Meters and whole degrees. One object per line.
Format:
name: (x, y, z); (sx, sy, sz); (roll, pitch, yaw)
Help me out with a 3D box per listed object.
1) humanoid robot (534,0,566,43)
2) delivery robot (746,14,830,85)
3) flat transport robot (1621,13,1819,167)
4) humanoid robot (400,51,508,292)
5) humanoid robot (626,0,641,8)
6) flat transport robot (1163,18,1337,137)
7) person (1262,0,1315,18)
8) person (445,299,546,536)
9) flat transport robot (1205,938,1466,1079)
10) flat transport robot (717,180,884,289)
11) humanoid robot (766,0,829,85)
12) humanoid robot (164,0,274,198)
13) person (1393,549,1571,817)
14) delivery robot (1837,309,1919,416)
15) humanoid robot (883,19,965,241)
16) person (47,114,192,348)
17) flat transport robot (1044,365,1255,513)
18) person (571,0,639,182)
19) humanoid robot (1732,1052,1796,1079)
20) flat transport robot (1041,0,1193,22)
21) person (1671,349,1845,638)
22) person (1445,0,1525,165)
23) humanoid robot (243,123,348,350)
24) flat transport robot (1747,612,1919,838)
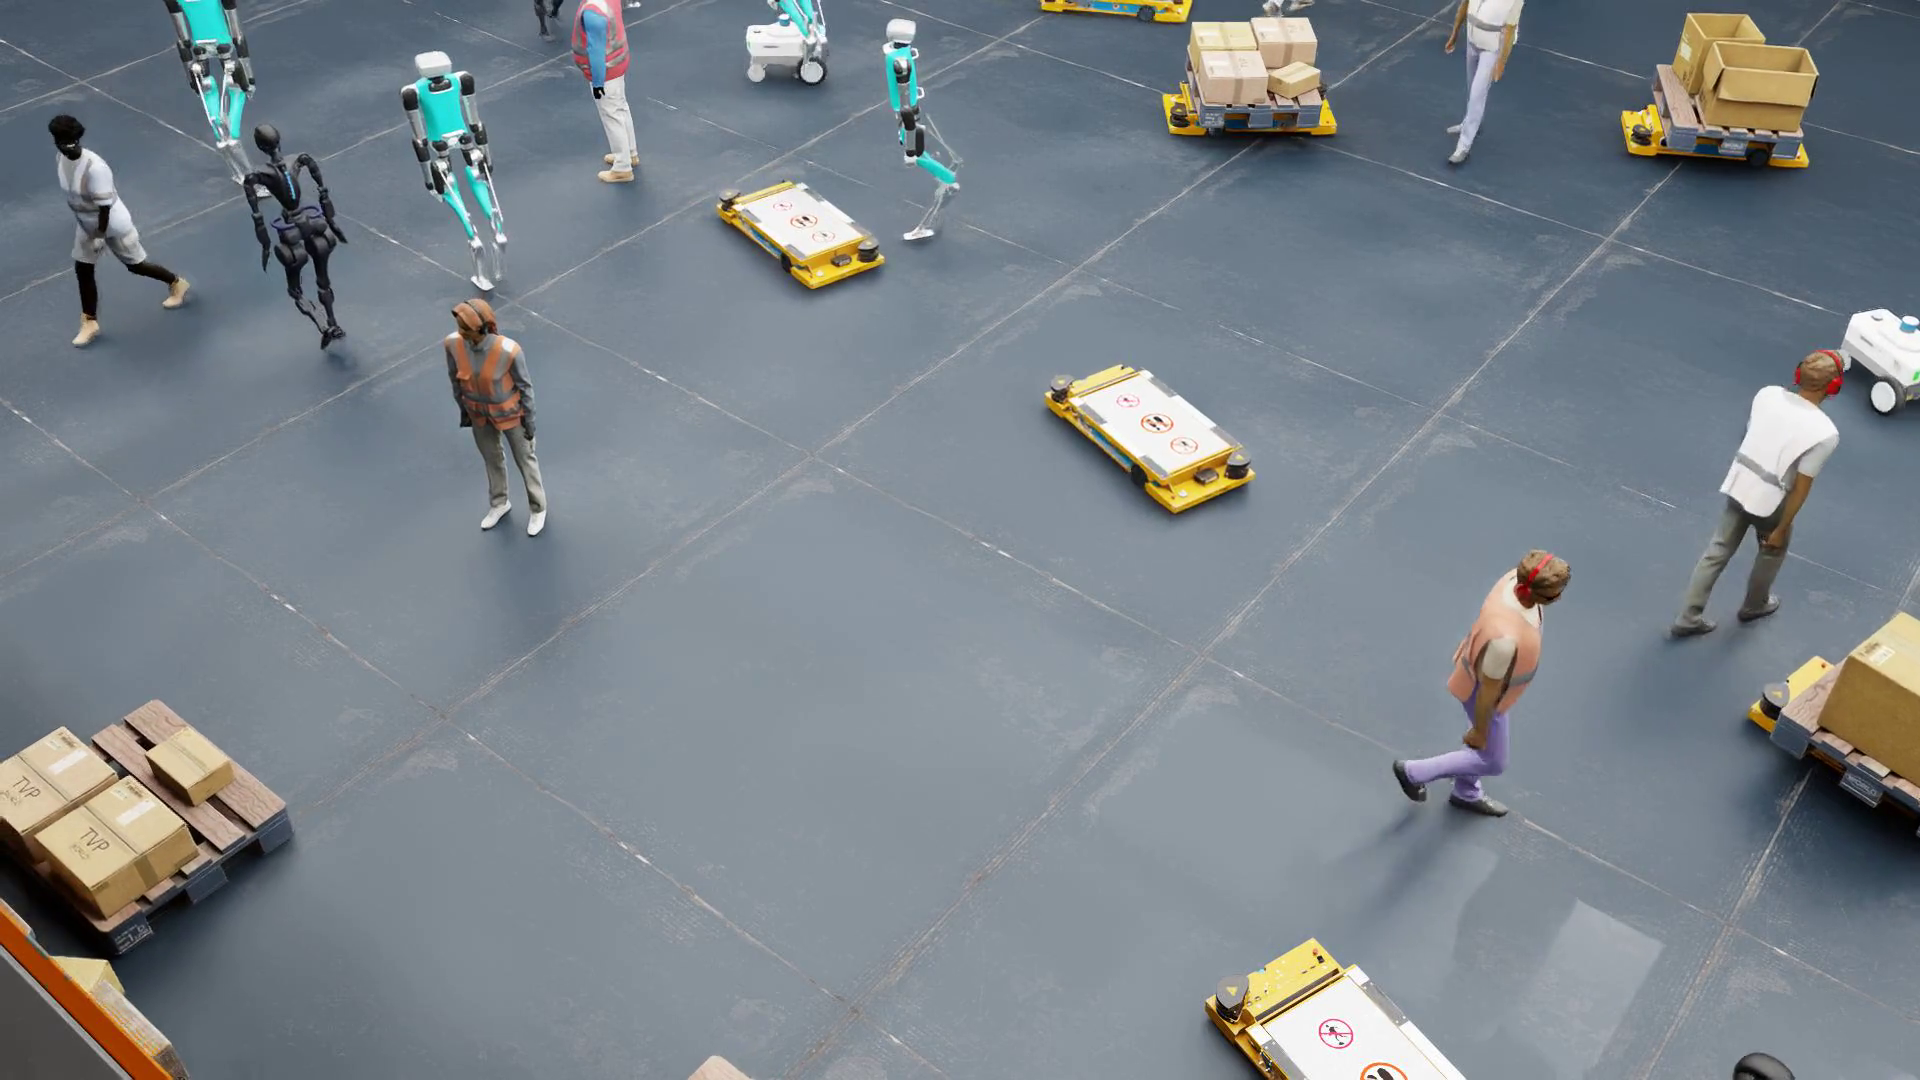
humanoid robot: (-3.934, -5.508, 15.508); (0.613, 1.648, 0.507); (-19, 44, -21)
delivery robot: (-1.555, -4.465, 15.123); (0.814, 0.611, 0.499); (0, 40, 0)
flat transport robot: (6.409, -3.442, 14.127); (1.431, 0.231, 0.659); (7, 41, 8)
humanoid robot: (-3.532, -2.542, 11.978); (0.533, 1.833, 0.751); (-25, 46, -27)
humanoid robot: (-3.361, -5.906, 15.936); (0.800, 1.827, 0.542); (-16, 43, -18)
flat transport robot: (2.517, -3.761, 14.502); (1.431, 0.231, 0.659); (0, 40, 0)
person: (3.222, -5.842, 15.728); (0.843, 1.858, 0.578); (-27, 47, -28)
person: (-2.743, -0.733, 9.882); (0.513, 1.636, 0.314); (10, 41, 12)
flat transport robot: (1.778, 2.383, 7.275); (0.659, 0.231, 1.431); (-22, 45, -24)
flat transport robot: (-1.254, -2.411, 12.915); (0.659, 0.231, 1.431); (-25, 46, -27)
humanoid robot: (-1.411, -4.776, 14.635); (0.537, 1.863, 0.777); (-27, 47, -28)
humanoid robot: (-5.846, -3.518, 13.078); (0.586, 1.767, 0.886); (-3, 40, -3)
person: (2.527, 0.709, 8.044); (0.509, 1.824, 0.636); (14, 42, 16)
delivery robot: (6.366, -1.246, 11.313); (0.499, 0.583, 0.774); (-11, 42, -13)
humanoid robot: (-0.209, -3.021, 12.538); (0.697, 1.857, 0.531); (-5, 41, -6)
person: (-6.006, -2.220, 11.627); (0.520, 1.636, 0.875); (18, 43, 20)
flat transport robot: (1.229, -0.717, 10.921); (0.659, 0.231, 1.431); (-22, 45, -24)
person: (-2.859, -3.771, 13.313); (0.431, 1.836, 0.628); (0, 40, 0)
humanoid robot: (2.728, 2.434, 6.140); (0.589, 1.635, 0.631); (-29, 48, -29)
flat transport robot: (1.564, -5.370, 16.396); (1.431, 0.231, 0.659); (9, 41, 10)
person: (4.453, -0.232, 9.178); (0.852, 1.778, 0.575); (-15, 43, -17)
person: (4.272, -4.019, 13.630); (0.782, 1.789, 0.617); (-21, 45, -23)
humanoid robot: (-4.509, -2.085, 11.442); (0.608, 1.641, 0.428); (-33, 50, -32)
flat transport robot: (4.984, 1.138, 8.739); (0.659, 0.231, 1.431); (-27, 47, -28)
